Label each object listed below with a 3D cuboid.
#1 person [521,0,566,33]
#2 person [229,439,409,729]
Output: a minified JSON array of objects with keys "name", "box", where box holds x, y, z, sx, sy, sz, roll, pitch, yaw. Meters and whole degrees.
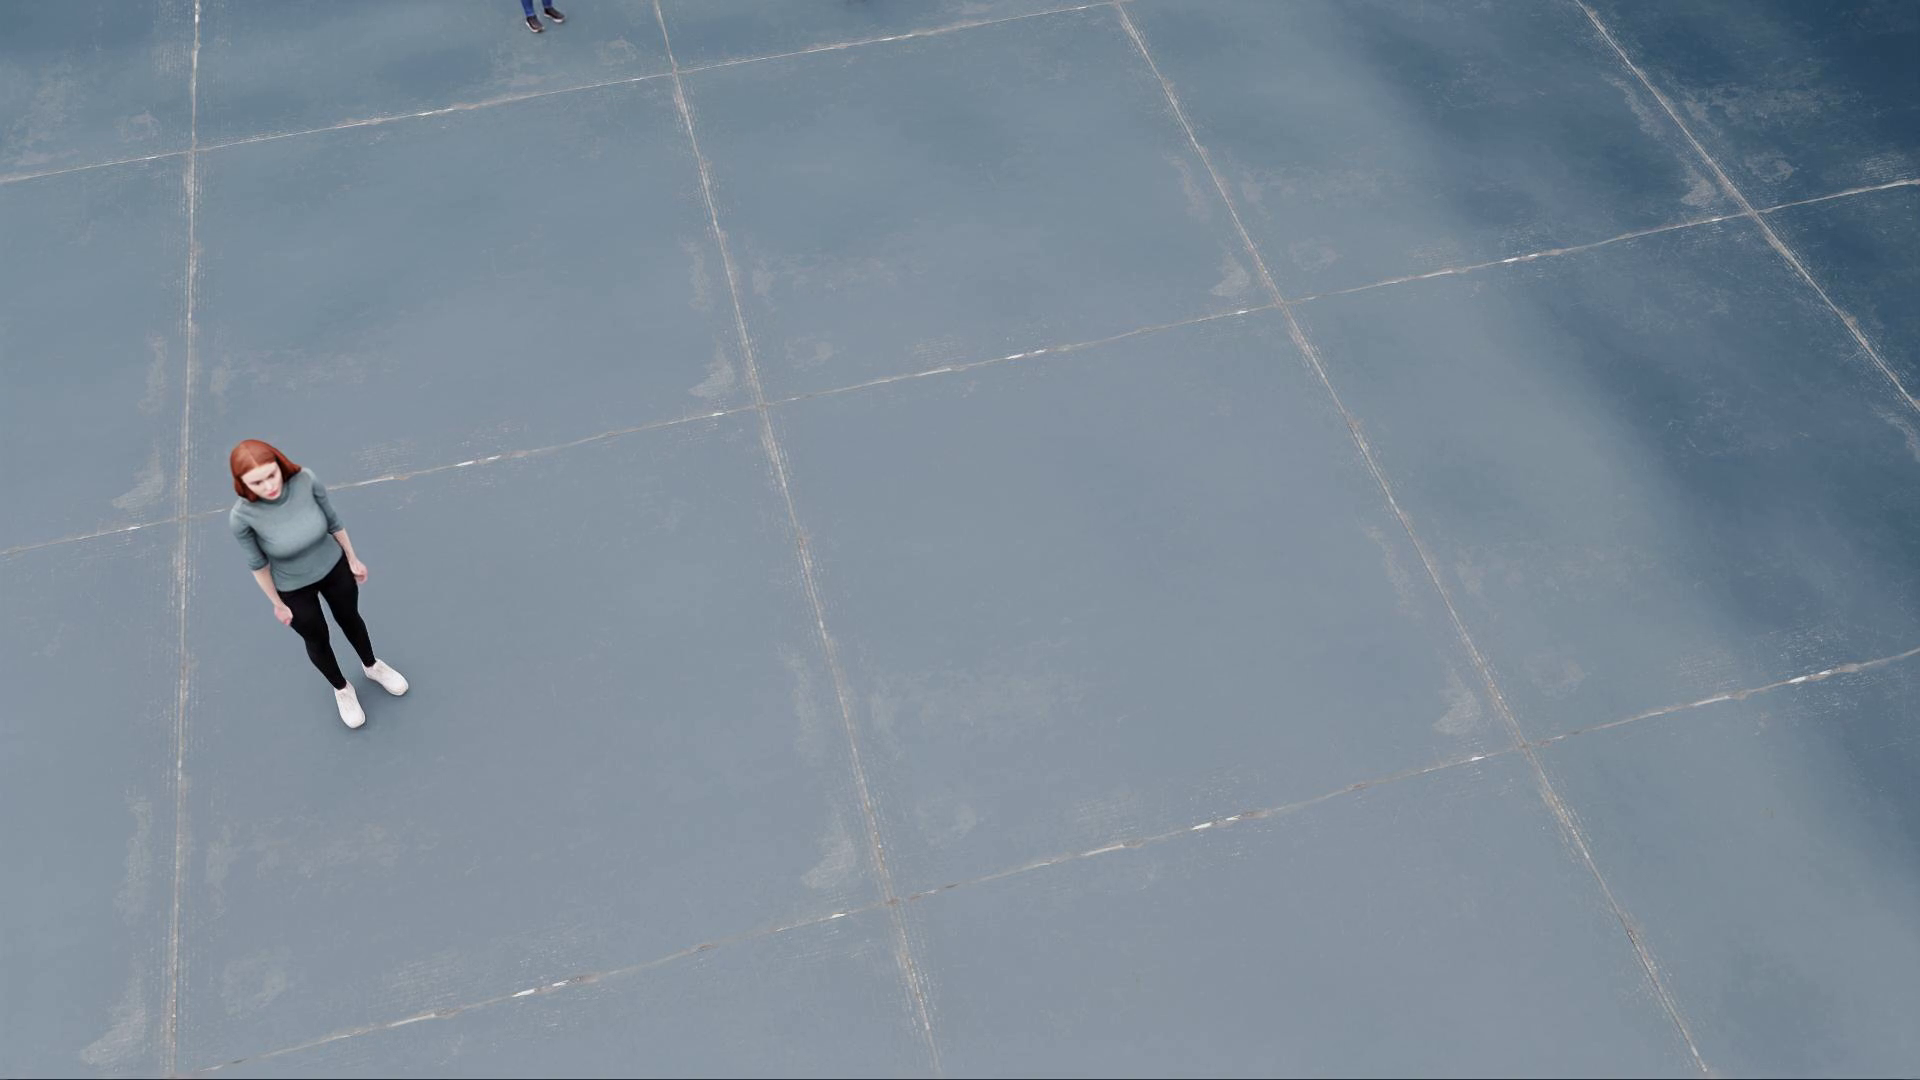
[{"name":"person","box":[-2.759,-3.788,10.631,0.513,1.108,0.552,-35,60,-24]},{"name":"person","box":[-2.787,0.171,7.163,0.665,1.743,0.686,-37,61,-25]}]
